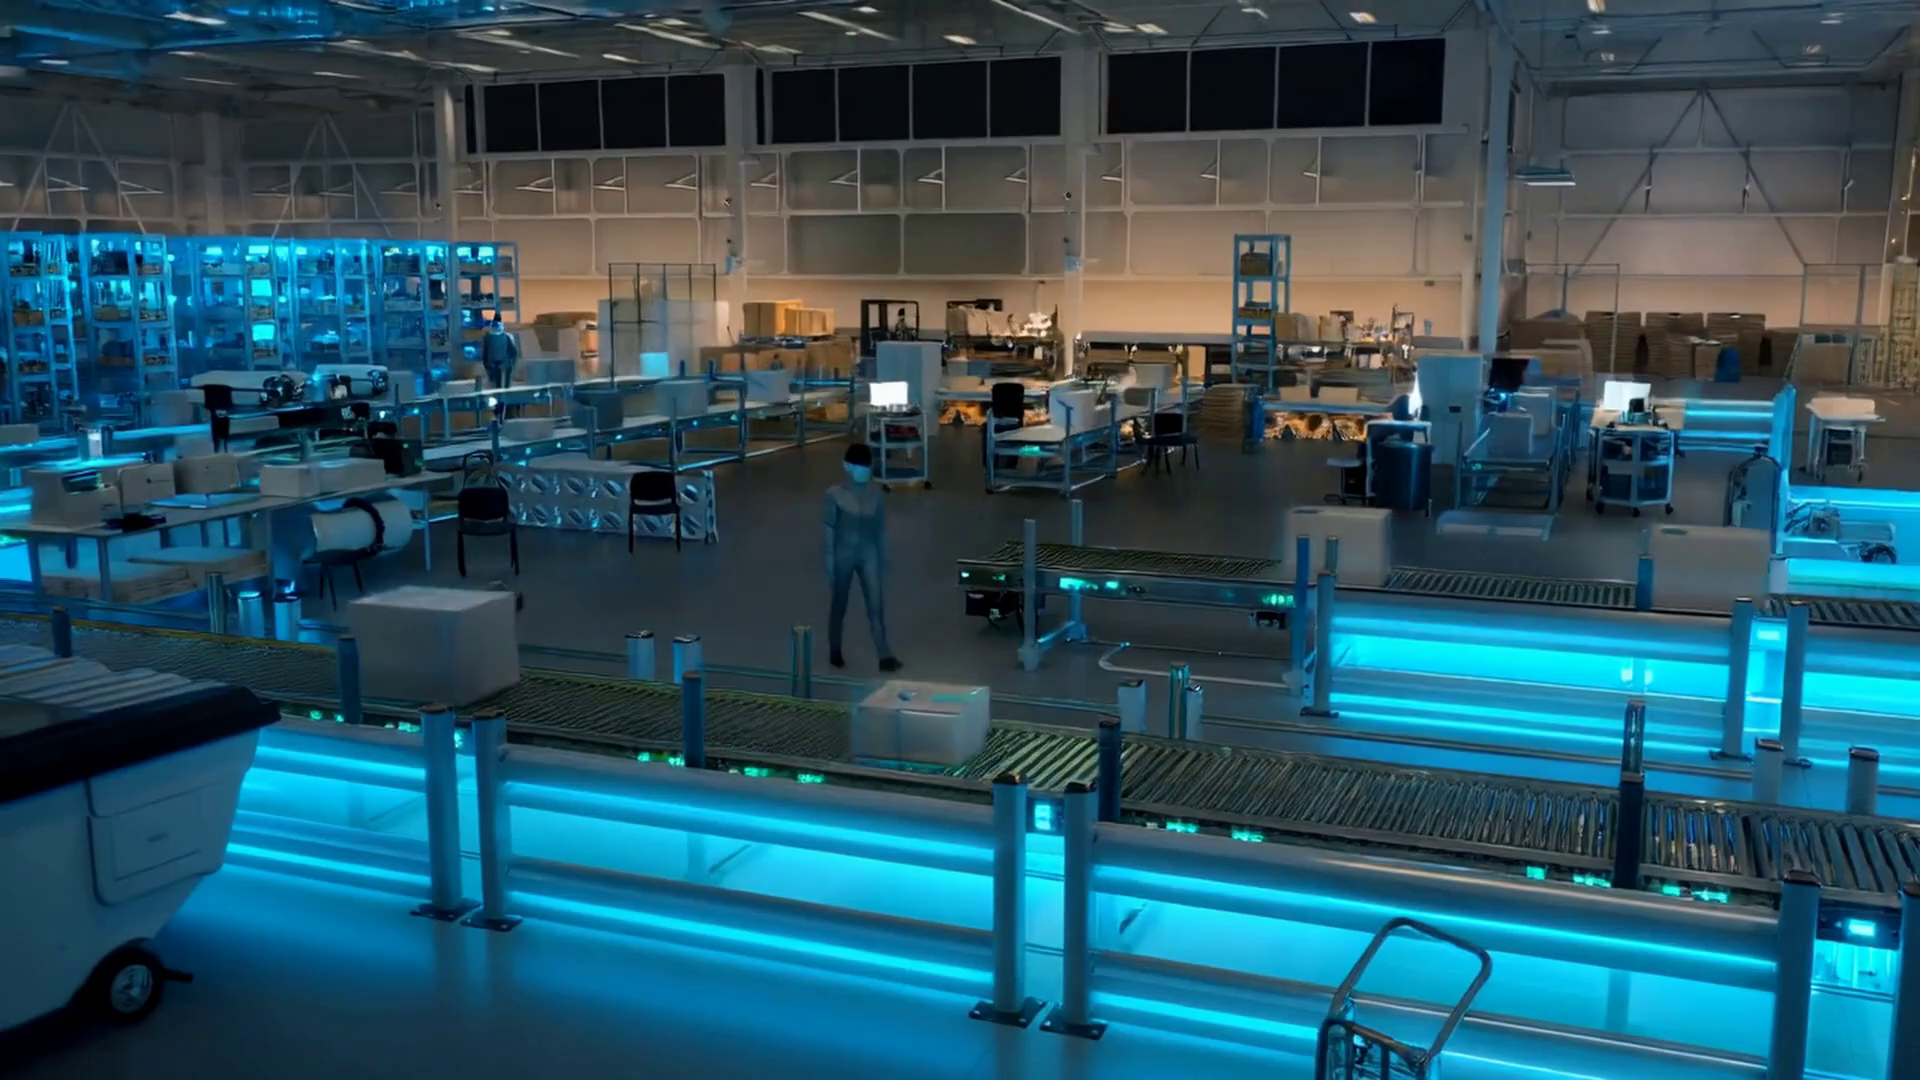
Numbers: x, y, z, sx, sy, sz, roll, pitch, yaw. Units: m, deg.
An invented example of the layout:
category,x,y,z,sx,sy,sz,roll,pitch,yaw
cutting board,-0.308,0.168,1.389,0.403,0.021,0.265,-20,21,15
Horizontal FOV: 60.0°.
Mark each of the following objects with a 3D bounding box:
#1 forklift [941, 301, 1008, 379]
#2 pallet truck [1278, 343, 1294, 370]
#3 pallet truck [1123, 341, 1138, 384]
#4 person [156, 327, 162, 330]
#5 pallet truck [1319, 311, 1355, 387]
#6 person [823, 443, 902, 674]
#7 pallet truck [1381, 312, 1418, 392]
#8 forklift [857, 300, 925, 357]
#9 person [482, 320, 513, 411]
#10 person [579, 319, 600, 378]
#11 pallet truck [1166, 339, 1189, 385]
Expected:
category,x,y,z,sx,sy,sz,roll,pitch,yaw
forklift,0.365,-4.966,41.571,1.157,1.987,2.680,3,10,20
pallet truck,7.886,-4.163,39.743,0.653,1.274,1.630,4,10,22
pallet truck,4.445,-4.380,41.279,0.680,1.201,1.601,4,10,22
person,-17.886,-4.002,37.182,0.569,1.831,0.411,-7,12,-36
pallet truck,9.071,-4.419,39.190,0.823,1.965,1.885,5,10,26
person,-0.759,0.143,12.402,0.542,1.721,0.914,-4,10,-22
pallet truck,10.207,-4.283,38.369,0.823,1.965,1.885,3,10,20
forklift,-1.732,-5.109,42.468,1.157,1.987,2.680,4,10,22
person,-9.695,-3.654,34.834,0.642,1.908,0.408,1,9,6
person,-8.420,-4.092,37.707,0.403,1.831,0.595,7,11,35
pallet truck,5.418,-4.269,40.420,0.704,1.261,1.522,3,10,20
